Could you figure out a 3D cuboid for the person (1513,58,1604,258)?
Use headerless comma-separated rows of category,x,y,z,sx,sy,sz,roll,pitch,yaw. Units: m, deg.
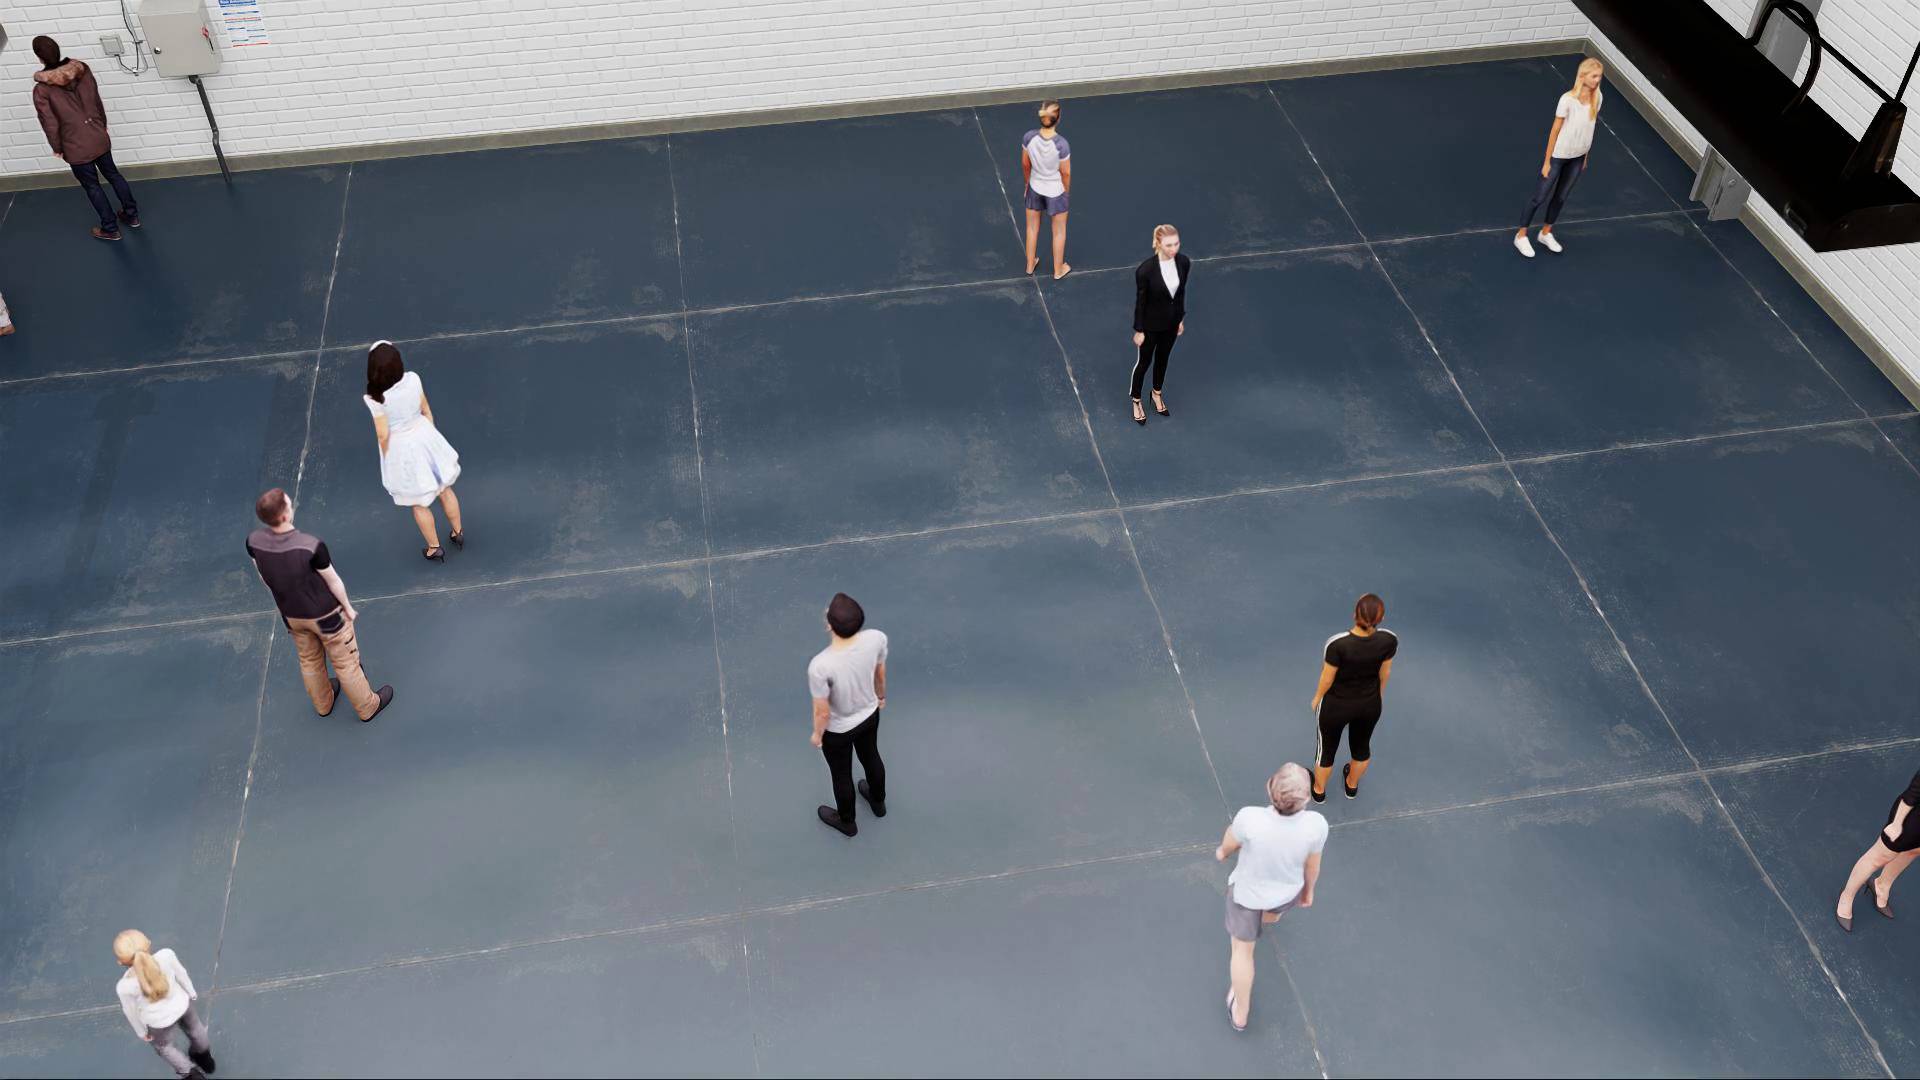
person,5.077,-3.220,14.008,0.615,1.803,0.565,-13,45,-14

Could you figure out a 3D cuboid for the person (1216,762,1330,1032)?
person,1.583,1.890,8.655,0.779,1.788,1.177,0,44,0

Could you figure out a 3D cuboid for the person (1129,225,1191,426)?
person,1.474,-1.614,12.392,0.668,1.707,0.638,-20,47,-19

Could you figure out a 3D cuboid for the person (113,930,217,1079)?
person,-4.003,2.430,8.463,0.785,1.271,0.710,30,51,27

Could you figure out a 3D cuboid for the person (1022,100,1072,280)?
person,0.726,-2.903,13.804,0.673,1.625,0.698,15,46,15

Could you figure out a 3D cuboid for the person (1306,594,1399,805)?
person,2.288,0.936,9.744,0.586,1.668,0.517,-4,44,-4

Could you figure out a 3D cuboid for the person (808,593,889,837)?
person,-0.627,1.015,9.520,0.742,1.863,0.736,-30,51,-28

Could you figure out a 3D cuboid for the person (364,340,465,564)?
person,-3.688,-0.583,11.231,0.849,1.816,0.896,-34,53,-31

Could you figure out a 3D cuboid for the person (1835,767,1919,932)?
person,5.243,1.502,9.051,0.611,1.805,0.502,-11,45,-11

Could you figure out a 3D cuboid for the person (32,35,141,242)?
person,-7.488,-3.435,14.202,0.938,1.848,0.845,19,47,19

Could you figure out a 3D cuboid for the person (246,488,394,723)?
person,-3.978,0.405,10.176,0.762,1.841,0.728,8,44,8
